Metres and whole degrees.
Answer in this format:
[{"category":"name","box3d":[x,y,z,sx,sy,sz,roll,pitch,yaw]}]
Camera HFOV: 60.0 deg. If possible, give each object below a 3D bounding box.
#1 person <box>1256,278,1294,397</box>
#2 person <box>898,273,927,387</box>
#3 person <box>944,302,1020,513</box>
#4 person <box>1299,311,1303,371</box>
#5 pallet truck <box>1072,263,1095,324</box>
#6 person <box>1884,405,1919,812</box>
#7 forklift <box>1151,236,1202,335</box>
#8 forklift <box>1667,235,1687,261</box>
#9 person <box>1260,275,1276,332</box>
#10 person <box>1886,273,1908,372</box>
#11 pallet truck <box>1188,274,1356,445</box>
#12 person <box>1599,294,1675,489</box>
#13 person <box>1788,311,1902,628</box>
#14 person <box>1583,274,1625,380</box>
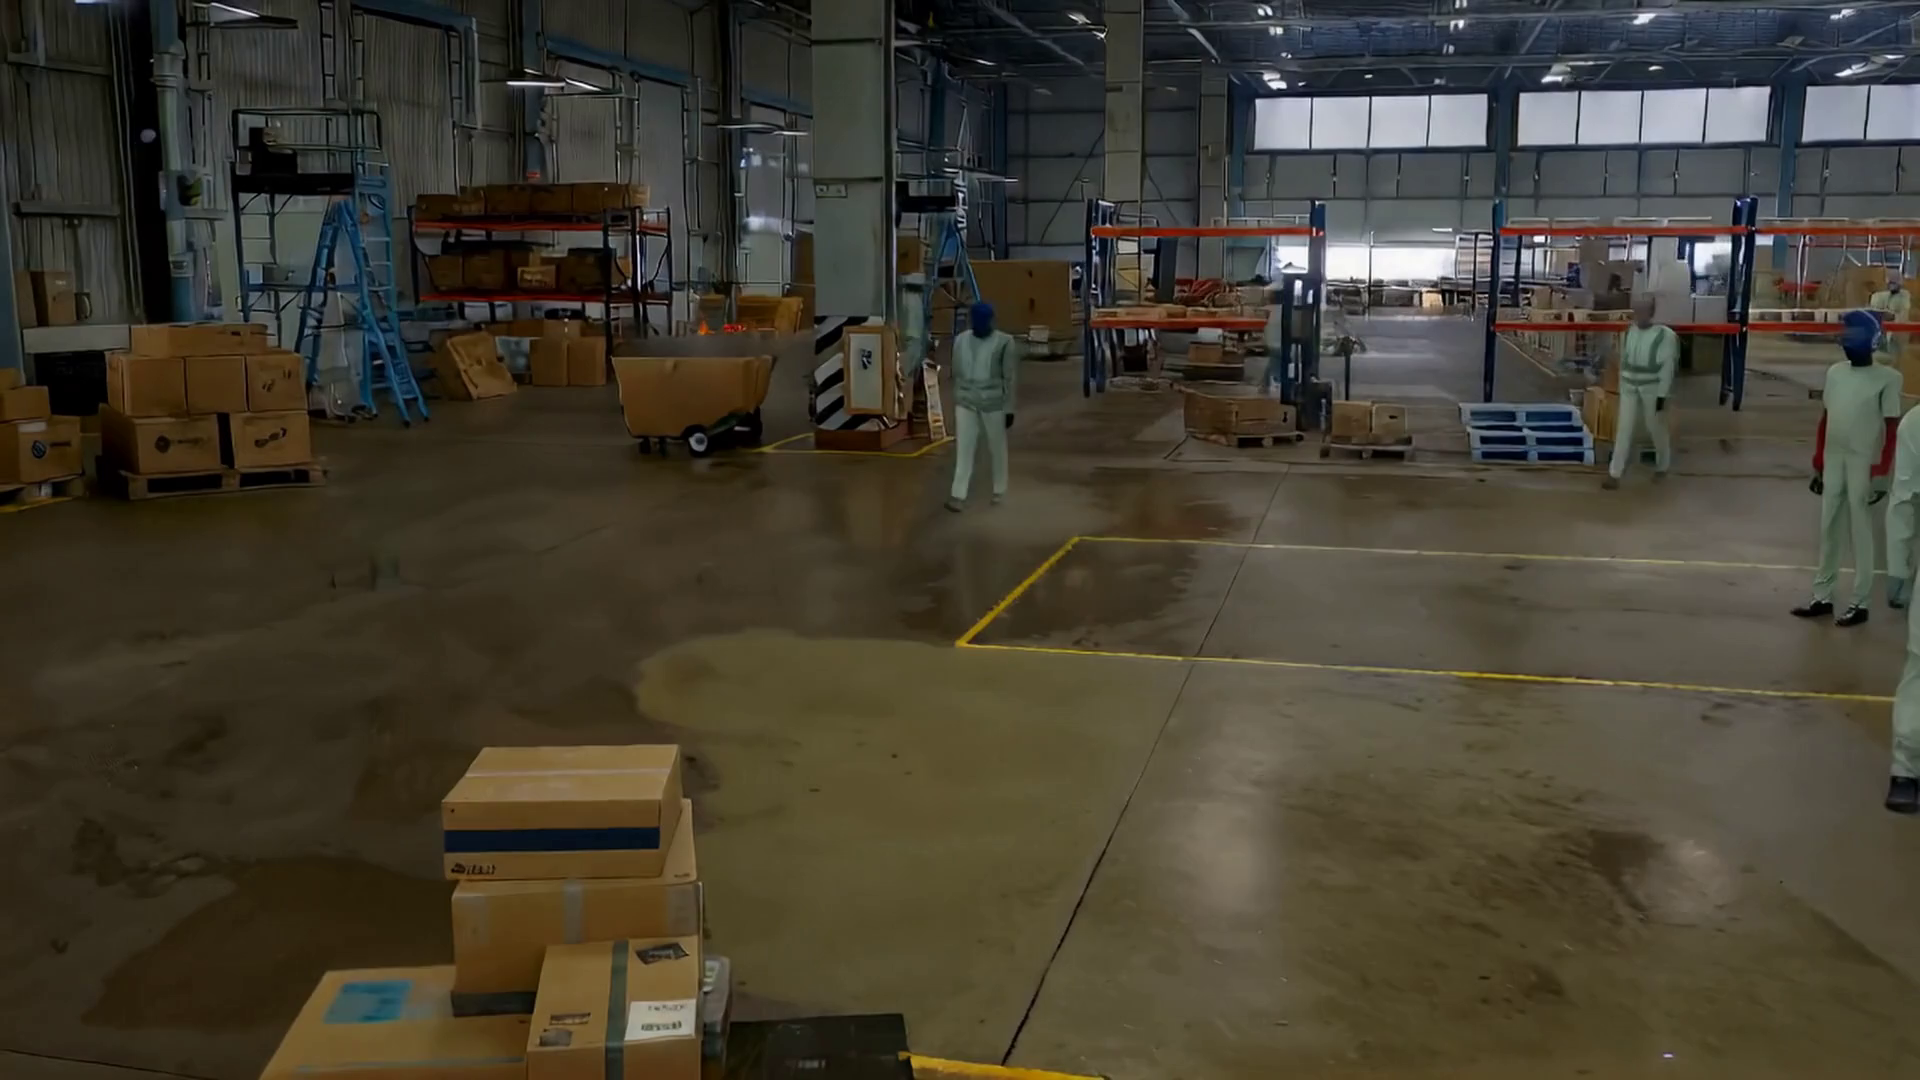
[{"category":"person","box3d":[4.476,-2.803,23.851,1.008,1.868,0.607,-3,10,-19]},{"category":"person","box3d":[-0.779,-3.532,28.038,0.503,1.915,0.543,-2,10,-14]},{"category":"person","box3d":[0.185,-1.131,14.252,0.650,1.790,0.946,3,10,19]},{"category":"person","box3d":[6.700,-4.088,31.852,0.333,1.738,0.487,9,13,41]},{"category":"pallet truck","box3d":[4.325,-8.180,55.162,0.823,1.965,1.885,6,11,31]},{"category":"person","box3d":[3.937,0.122,6.453,0.635,1.937,0.355,4,10,21]},{"category":"forklift","box3d":[5.866,-7.214,46.878,1.873,2.768,1.129,2,10,14]},{"category":"forklift","box3d":[21.023,-7.585,49.067,1.873,2.768,1.129,1,10,5]},{"category":"person","box3d":[8.670,-6.563,46.565,0.550,1.682,0.499,9,13,42]},{"category":"person","box3d":[15.247,-3.382,27.134,0.375,1.932,0.623,6,11,31]},{"category":"pallet truck","box3d":[3.653,-2.138,19.590,1.885,1.965,0.823,-4,10,-20]},{"category":"person","box3d":[6.491,-1.407,15.765,0.979,1.838,0.584,-8,12,-38]},{"category":"person","box3d":[5.259,-0.416,9.845,0.329,1.865,0.508,-5,11,-25]},{"category":"person","box3d":[11.377,-3.744,29.371,0.626,1.910,0.908,-6,11,-31]}]
